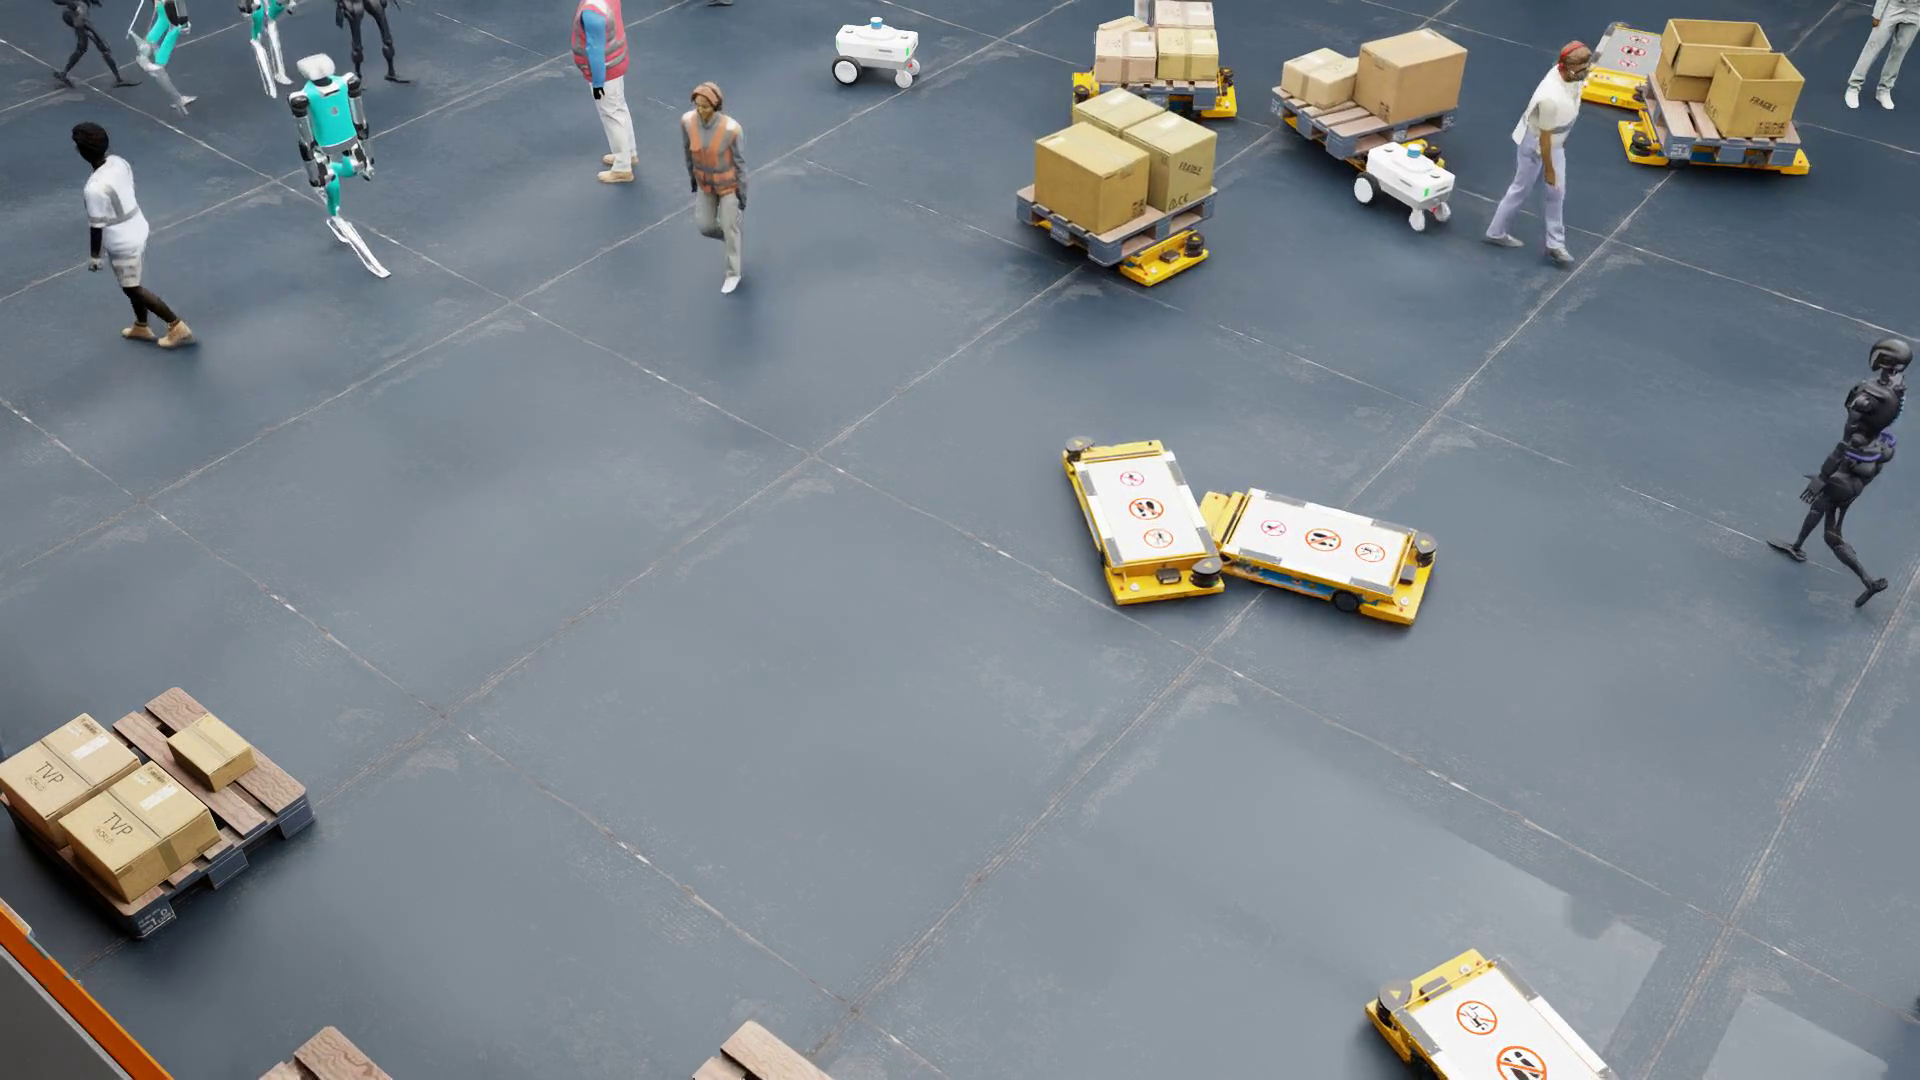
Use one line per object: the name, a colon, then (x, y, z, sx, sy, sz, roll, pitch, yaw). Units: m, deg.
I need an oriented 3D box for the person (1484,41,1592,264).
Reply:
person: (4.380, -2.856, 12.266, 0.790, 1.790, 0.652, 32, 50, 32)

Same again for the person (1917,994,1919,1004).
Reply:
person: (4.585, 1.508, 7.091, 0.397, 1.840, 0.563, -5, 41, -6)

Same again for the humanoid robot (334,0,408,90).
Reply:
humanoid robot: (-5.262, -4.797, 14.641, 0.589, 1.648, 0.358, -31, 49, -31)

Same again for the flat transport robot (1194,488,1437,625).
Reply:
flat transport robot: (2.084, 0.065, 10.001, 1.431, 0.231, 0.659, 16, 43, 18)

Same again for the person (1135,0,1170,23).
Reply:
person: (1.737, -5.174, 14.919, 0.580, 1.882, 0.338, 30, 48, 30)

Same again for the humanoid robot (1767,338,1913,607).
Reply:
humanoid robot: (5.191, -0.408, 9.502, 0.587, 1.635, 0.748, -29, 48, -30)

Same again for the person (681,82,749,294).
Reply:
person: (-1.726, -2.601, 12.091, 0.524, 1.625, 0.449, 15, 43, 17)

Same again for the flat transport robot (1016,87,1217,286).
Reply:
flat transport robot: (1.187, -2.427, 12.933, 0.659, 0.231, 1.431, -29, 48, -30)

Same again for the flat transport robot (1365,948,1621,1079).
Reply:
flat transport robot: (2.485, 2.416, 7.235, 0.659, 0.231, 1.431, -20, 44, -22)

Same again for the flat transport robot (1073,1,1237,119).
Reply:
flat transport robot: (1.724, -3.996, 14.779, 1.431, 0.231, 0.659, 3, 40, 3)

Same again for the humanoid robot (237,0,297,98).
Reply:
humanoid robot: (-6.130, -4.767, 14.578, 0.531, 1.803, 0.769, -28, 48, -29)

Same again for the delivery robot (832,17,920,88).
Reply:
delivery robot: (-0.772, -4.430, 15.077, 0.794, 0.606, 0.499, 9, 41, 11)

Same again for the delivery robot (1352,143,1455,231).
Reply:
delivery robot: (3.552, -2.857, 13.225, 0.499, 0.603, 0.803, -23, 45, -24)

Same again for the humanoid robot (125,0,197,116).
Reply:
humanoid robot: (-6.904, -4.491, 14.263, 0.745, 1.819, 0.532, -29, 48, -29)

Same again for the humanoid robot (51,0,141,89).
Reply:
humanoid robot: (-7.832, -4.734, 14.610, 0.744, 1.641, 0.591, -8, 41, -10)

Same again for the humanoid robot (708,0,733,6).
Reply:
humanoid robot: (-2.449, -5.974, 16.014, 0.452, 1.640, 0.587, -4, 41, -5)

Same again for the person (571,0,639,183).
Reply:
person: (-2.861, -3.770, 13.312, 0.431, 1.835, 0.628, 0, 40, 0)

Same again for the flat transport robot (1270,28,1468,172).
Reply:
flat transport robot: (3.400, -3.455, 14.143, 0.659, 0.231, 1.431, -18, 44, -20)

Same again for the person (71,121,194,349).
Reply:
person: (-5.737, -2.058, 11.417, 0.556, 1.672, 0.571, -2, 40, -2)

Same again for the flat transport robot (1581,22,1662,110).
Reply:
flat transport robot: (6.106, -4.321, 15.161, 0.659, 0.231, 1.431, 18, 44, 20)

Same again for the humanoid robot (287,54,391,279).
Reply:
humanoid robot: (-4.720, -2.836, 12.327, 1.019, 1.772, 0.533, 33, 50, 32)

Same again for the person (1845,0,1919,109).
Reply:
person: (8.095, -4.541, 14.292, 0.482, 1.733, 0.341, -1, 40, -1)

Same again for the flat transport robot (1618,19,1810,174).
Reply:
flat transport robot: (6.352, -3.363, 14.034, 1.431, 0.231, 0.659, 6, 41, 6)

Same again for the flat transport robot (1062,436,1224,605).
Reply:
flat transport robot: (1.112, -0.160, 10.267, 0.659, 0.231, 1.431, -7, 41, -8)
